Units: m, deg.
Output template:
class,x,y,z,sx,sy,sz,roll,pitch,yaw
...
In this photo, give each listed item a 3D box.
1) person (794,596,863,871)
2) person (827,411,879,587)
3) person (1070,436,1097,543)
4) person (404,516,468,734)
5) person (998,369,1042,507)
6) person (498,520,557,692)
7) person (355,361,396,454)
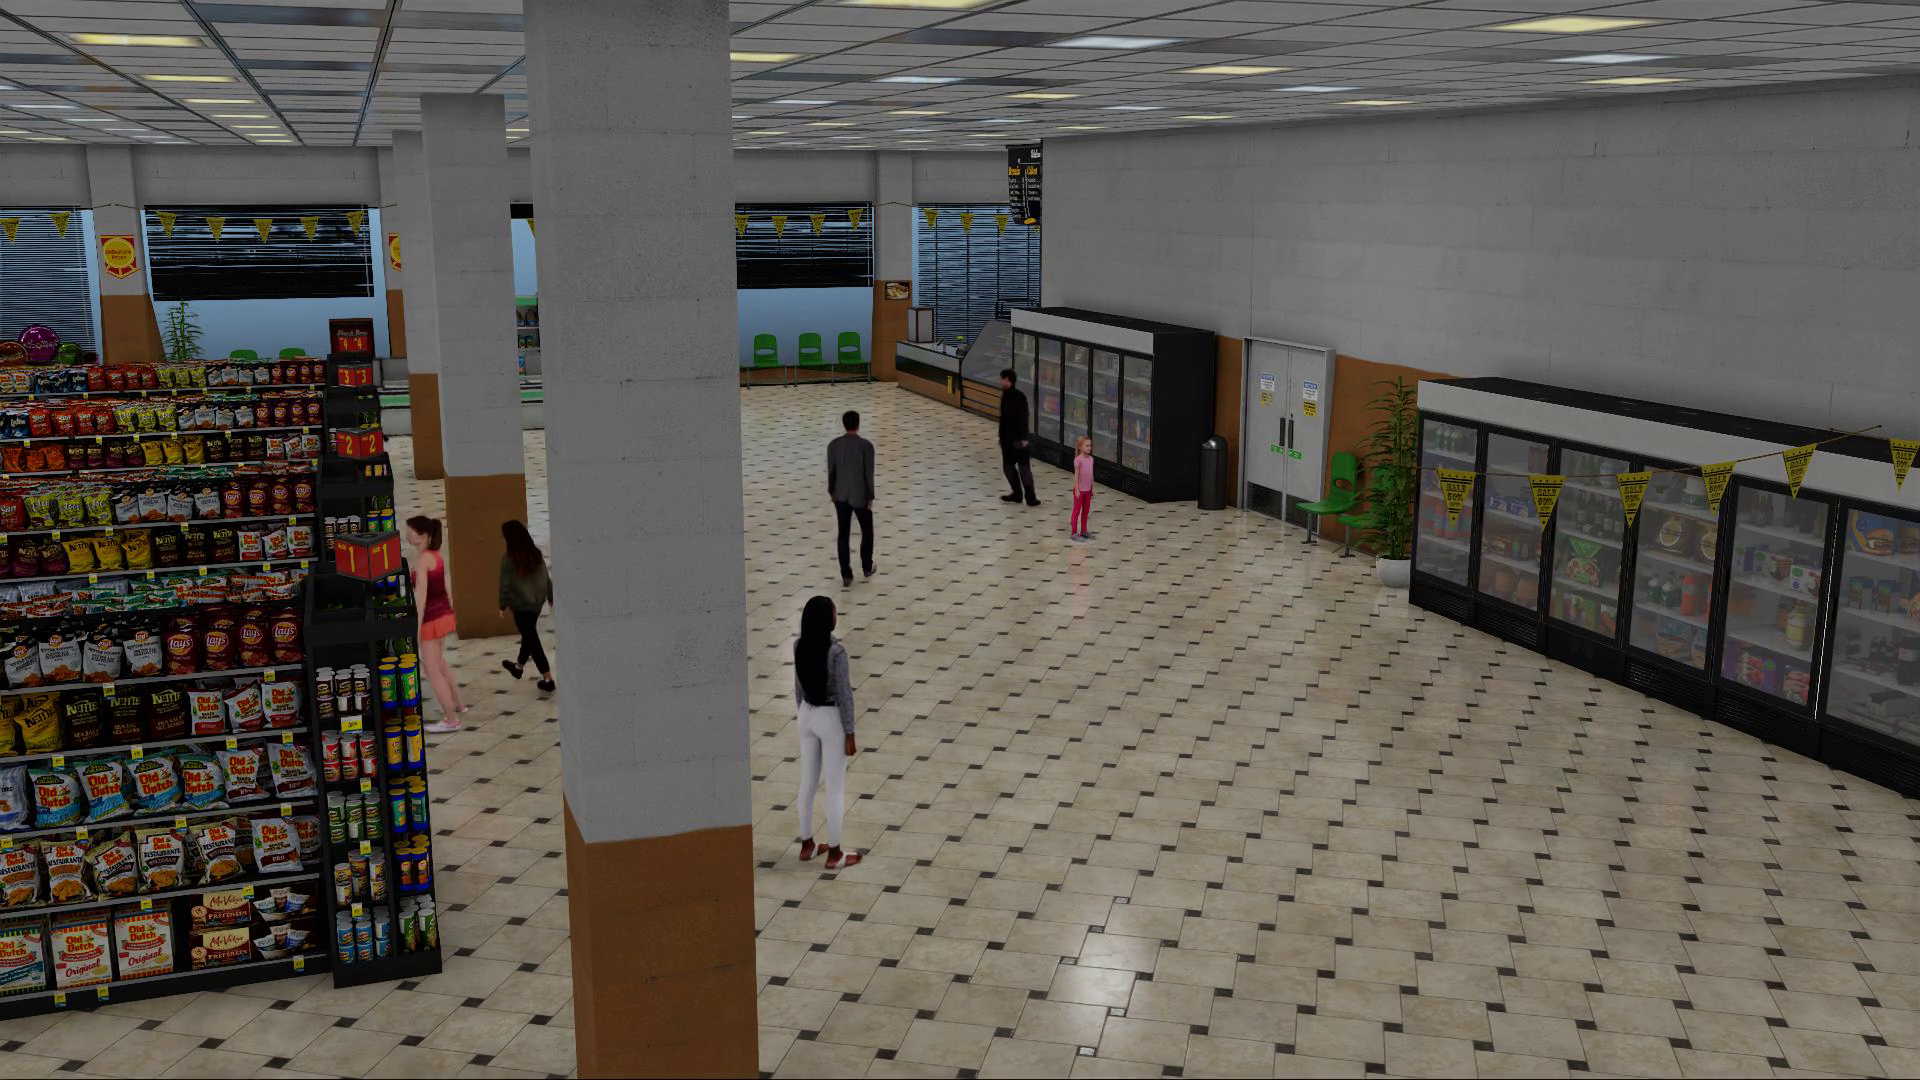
class,x,y,z,sx,sy,sz,roll,pitch,yaw
person,-0.854,1.184,10.396,0.669,1.724,0.667,10,15,39
person,-1.171,-0.426,17.740,1.010,1.849,1.029,2,12,10
person,1.478,-0.627,20.103,0.519,1.269,0.608,-11,16,-43
person,-4.050,0.649,12.931,0.753,1.726,0.807,4,12,17
person,0.795,-1.358,22.265,0.704,1.807,0.996,-11,16,-42
person,-3.590,0.582,13.956,0.989,1.434,1.006,10,15,39
person,-9.203,-2.058,26.030,0.855,1.626,0.632,-5,13,-24
